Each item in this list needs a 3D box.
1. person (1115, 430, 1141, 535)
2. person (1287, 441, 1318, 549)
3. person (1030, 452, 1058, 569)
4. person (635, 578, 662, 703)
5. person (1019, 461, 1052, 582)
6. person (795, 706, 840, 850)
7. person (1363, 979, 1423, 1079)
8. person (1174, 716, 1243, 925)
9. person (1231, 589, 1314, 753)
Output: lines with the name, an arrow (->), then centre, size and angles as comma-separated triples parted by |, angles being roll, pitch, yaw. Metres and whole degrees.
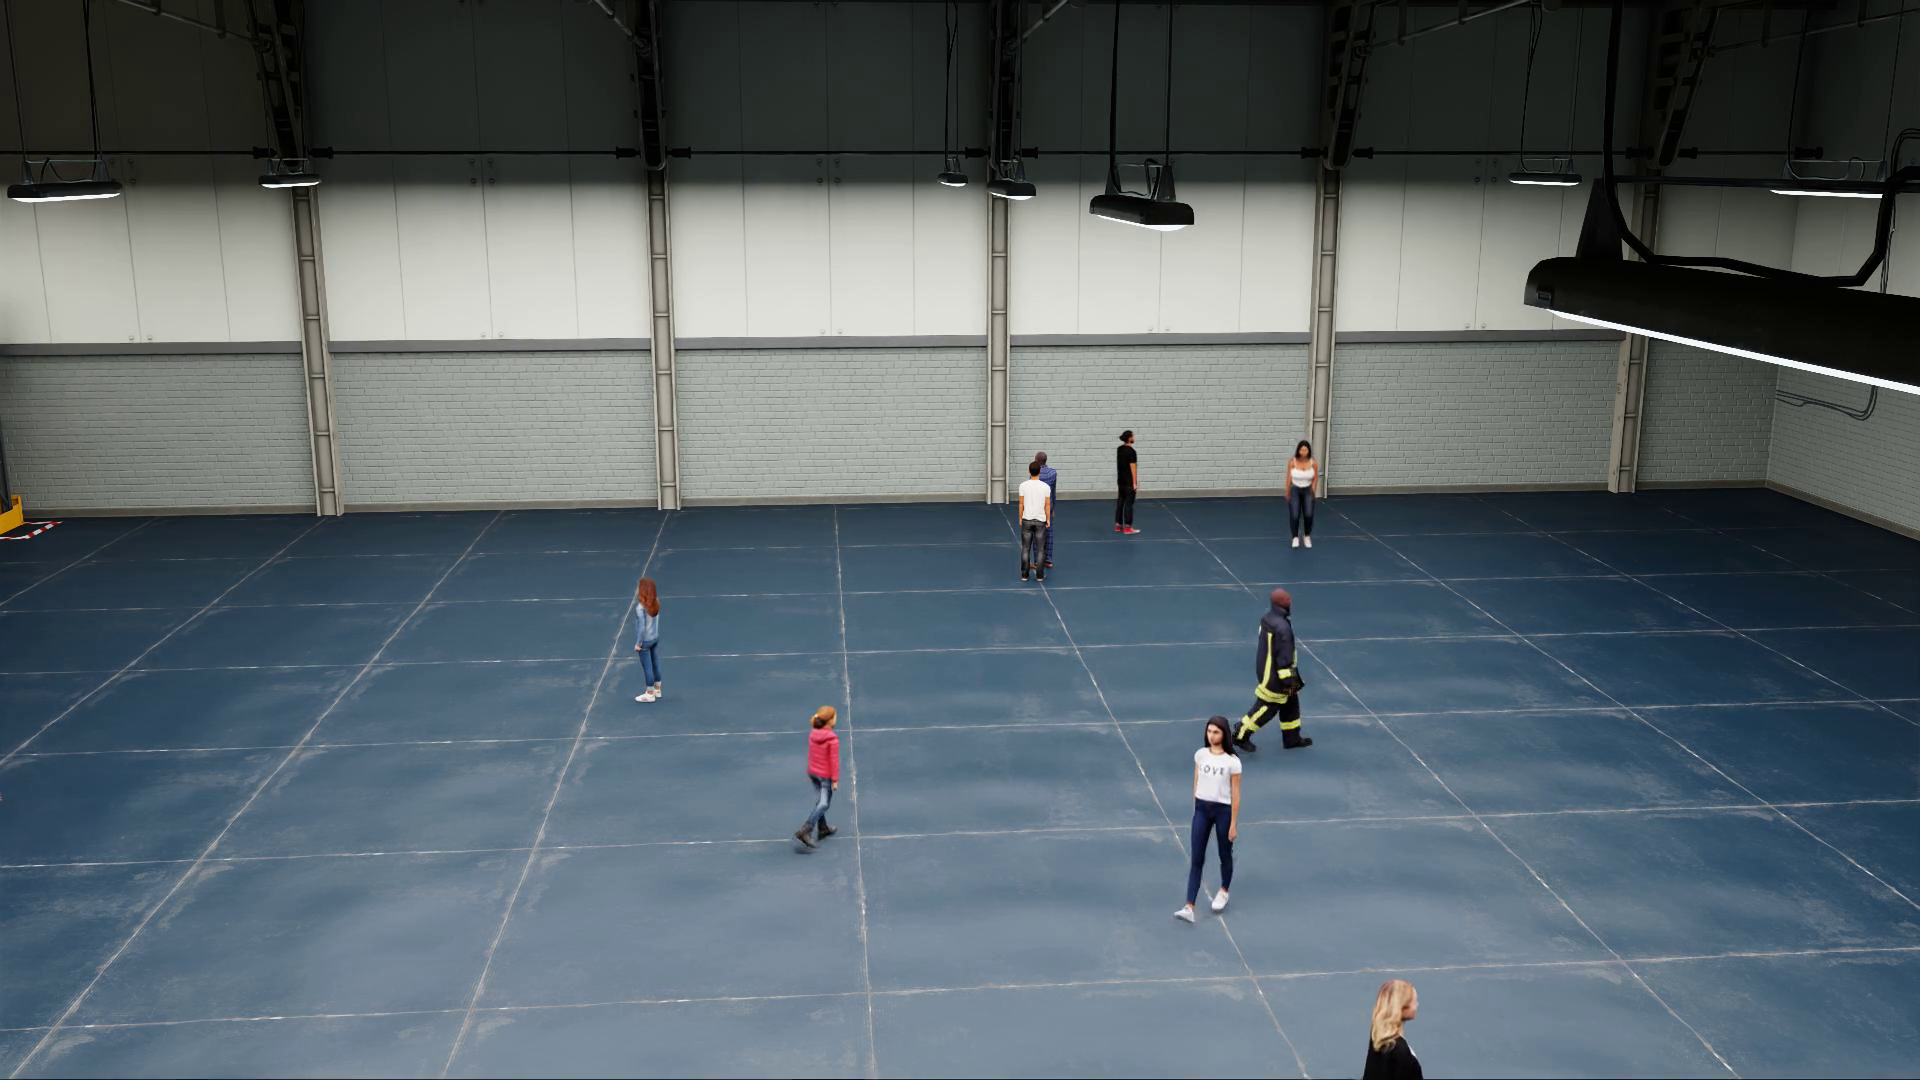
person -> 2.816, -0.989, 28.129 | 0.701, 1.757, 0.710 | -8, 15, -31
person -> 5.535, -0.753, 27.033 | 0.709, 1.791, 0.790 | 3, 13, 11
person -> 1.276, -0.472, 25.762 | 0.679, 1.817, 0.803 | -8, 15, -30
person -> -3.648, 1.158, 19.479 | 0.633, 1.477, 0.637 | 5, 14, 20
person -> 1.105, -0.289, 25.010 | 0.539, 1.801, 0.721 | 1, 13, 5
person -> -1.331, 2.201, 15.383 | 0.860, 1.291, 0.778 | -12, 17, -41
person -> 2.323, 3.345, 9.415 | 1.147, 1.757, 0.712 | -3, 13, -12
person -> 2.178, 2.314, 13.910 | 1.099, 1.738, 1.086 | 8, 15, 31
person -> 3.277, 1.416, 17.674 | 1.154, 1.788, 0.726 | -1, 13, -5
